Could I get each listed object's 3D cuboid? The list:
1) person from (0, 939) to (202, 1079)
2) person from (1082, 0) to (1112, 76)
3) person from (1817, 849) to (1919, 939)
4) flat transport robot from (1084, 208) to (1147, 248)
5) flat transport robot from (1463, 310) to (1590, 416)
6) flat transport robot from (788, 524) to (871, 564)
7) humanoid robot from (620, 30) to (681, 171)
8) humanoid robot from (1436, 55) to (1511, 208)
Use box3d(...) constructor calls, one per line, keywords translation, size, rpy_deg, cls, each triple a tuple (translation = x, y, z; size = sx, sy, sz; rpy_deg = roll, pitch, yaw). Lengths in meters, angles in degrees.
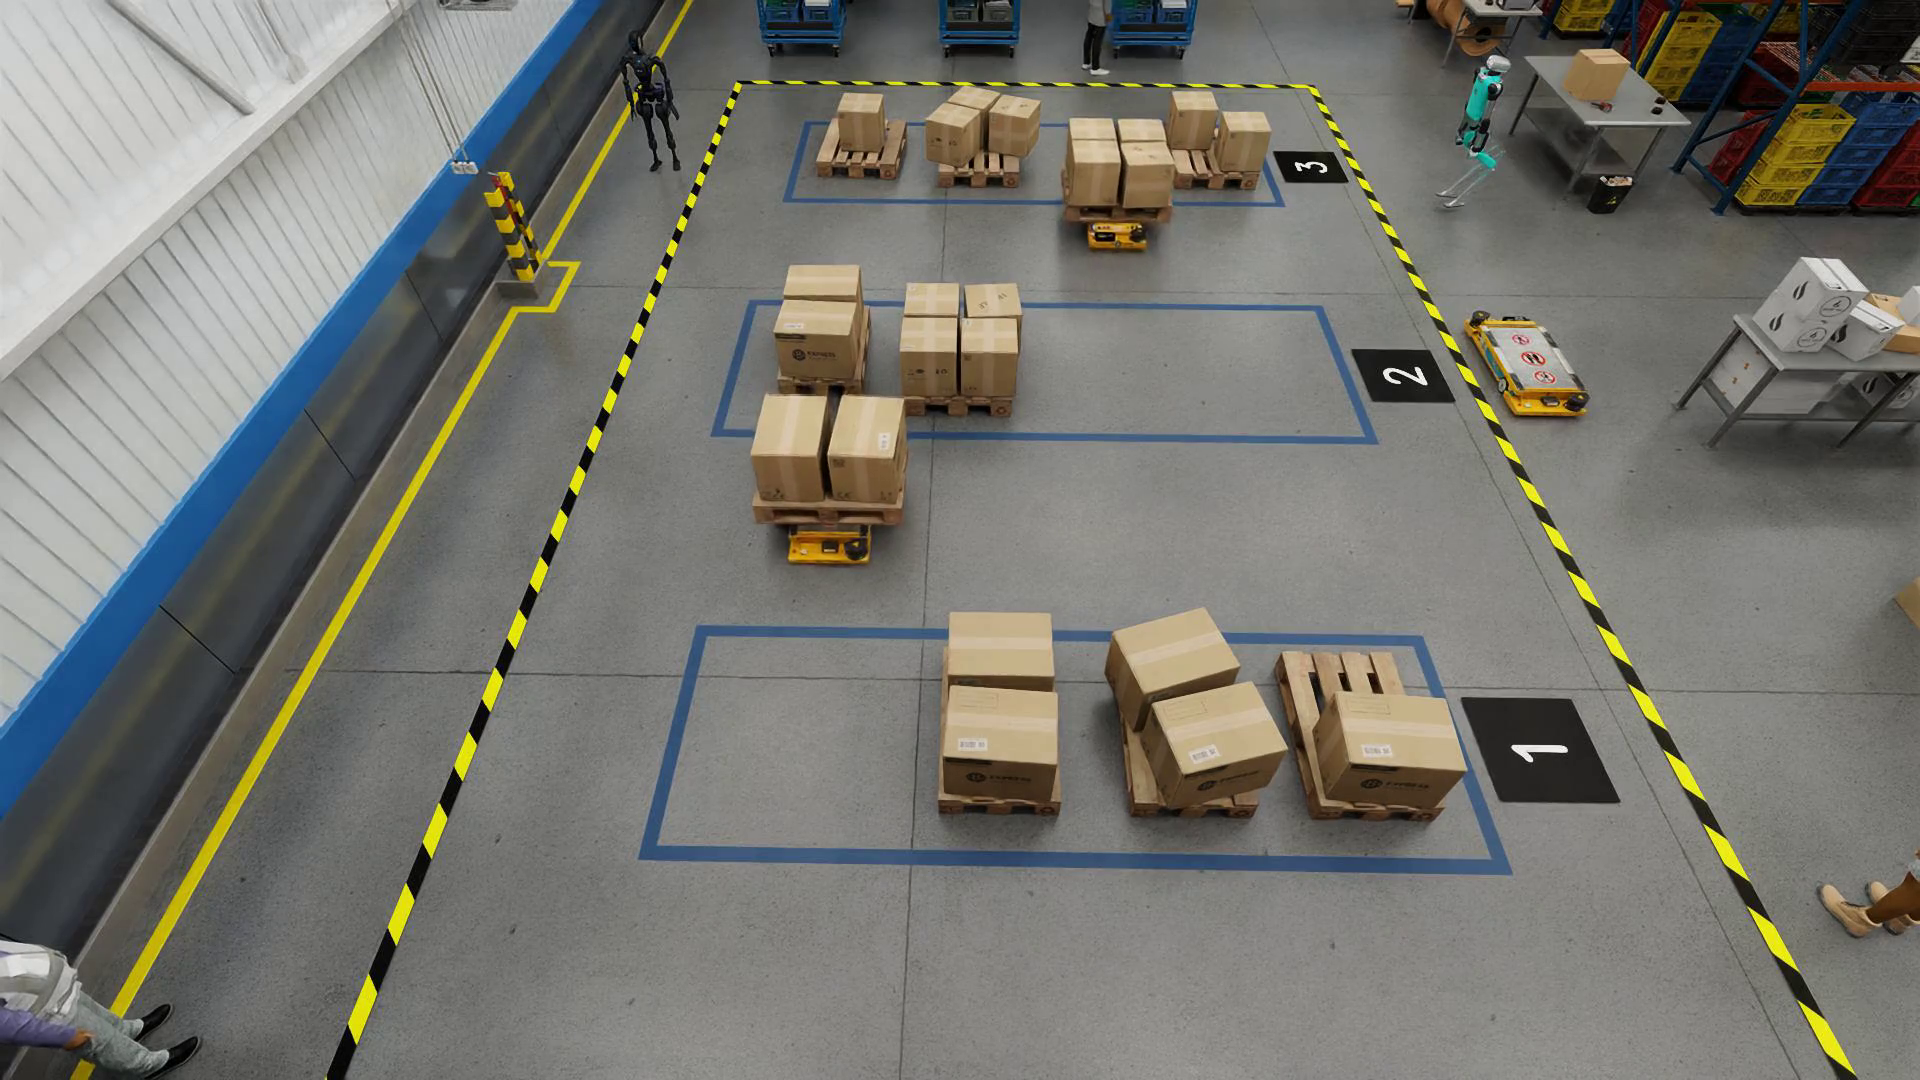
box3d(translation=(-4.548, 2.276, 4.528), size=(0.602, 1.830, 0.404), rpy_deg=(28, 55, 22), cls="person")
box3d(translation=(2.028, -7.675, 13.129), size=(0.382, 1.853, 0.587), rpy_deg=(-16, 51, -13), cls="person")
box3d(translation=(5.575, 1.640, 4.942), size=(0.613, 2.041, 0.386), rpy_deg=(-1, 49, -1), cls="person")
box3d(translation=(1.822, -3.955, 10.938), size=(0.652, 0.197, 1.431), rpy_deg=(1, 49, 1), cls="flat transport robot")
box3d(translation=(5.573, -1.757, 9.054), size=(0.659, 0.231, 1.431), rpy_deg=(1, 49, 1), cls="flat transport robot")
box3d(translation=(-1.059, -0.399, 7.861), size=(0.652, 0.197, 1.431), rpy_deg=(1, 49, 1), cls="flat transport robot")
box3d(translation=(-3.769, -5.360, 11.231), size=(0.599, 1.657, 0.315), rpy_deg=(-1, 49, -1), cls="humanoid robot")
box3d(translation=(6.042, -4.652, 10.499), size=(0.735, 1.677, 0.533), rpy_deg=(0, 49, 0), cls="humanoid robot")
